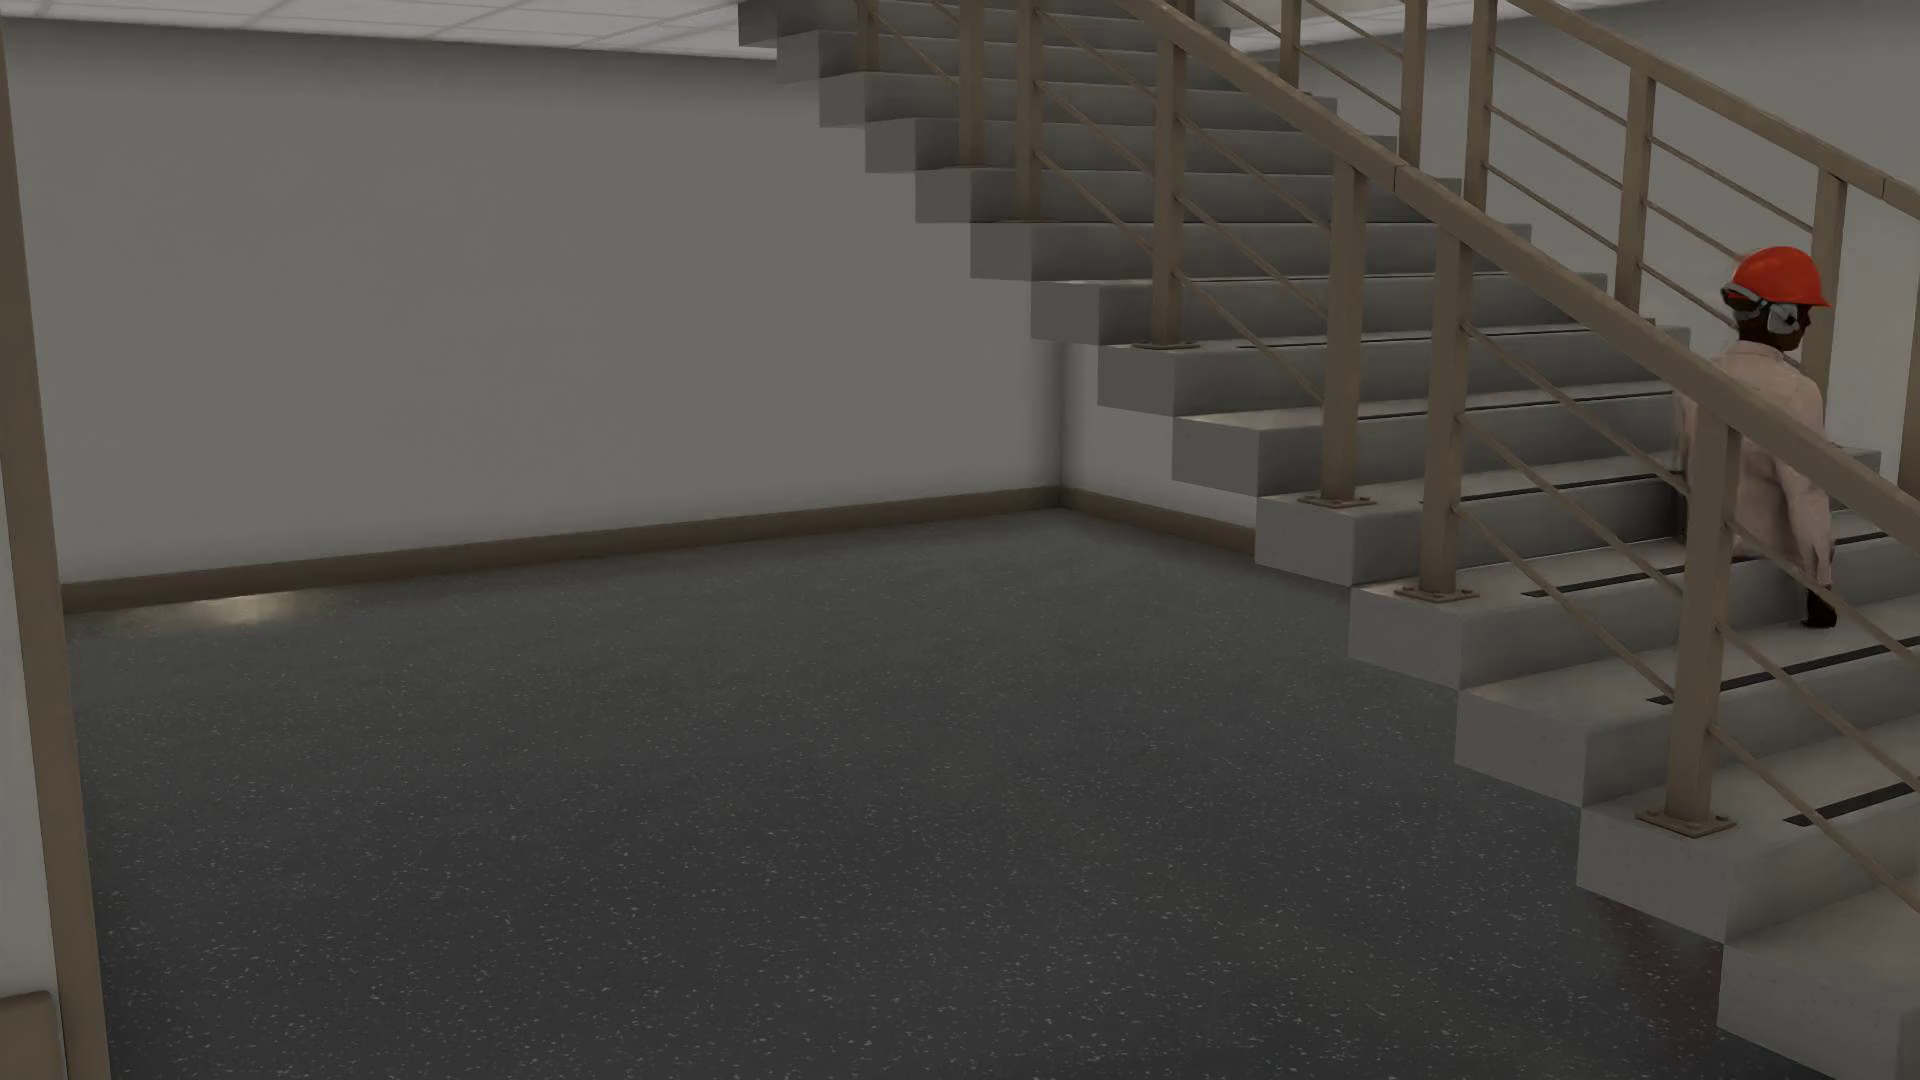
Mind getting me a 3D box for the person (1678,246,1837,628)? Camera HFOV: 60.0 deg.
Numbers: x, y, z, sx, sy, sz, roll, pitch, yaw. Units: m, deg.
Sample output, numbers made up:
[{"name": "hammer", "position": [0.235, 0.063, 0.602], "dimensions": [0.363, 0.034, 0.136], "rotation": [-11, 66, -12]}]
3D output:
[{"name": "person", "position": [2.464, 0.062, 5.253], "dimensions": [0.906, 1.962, 0.628], "rotation": [-1, 11, -6]}]
